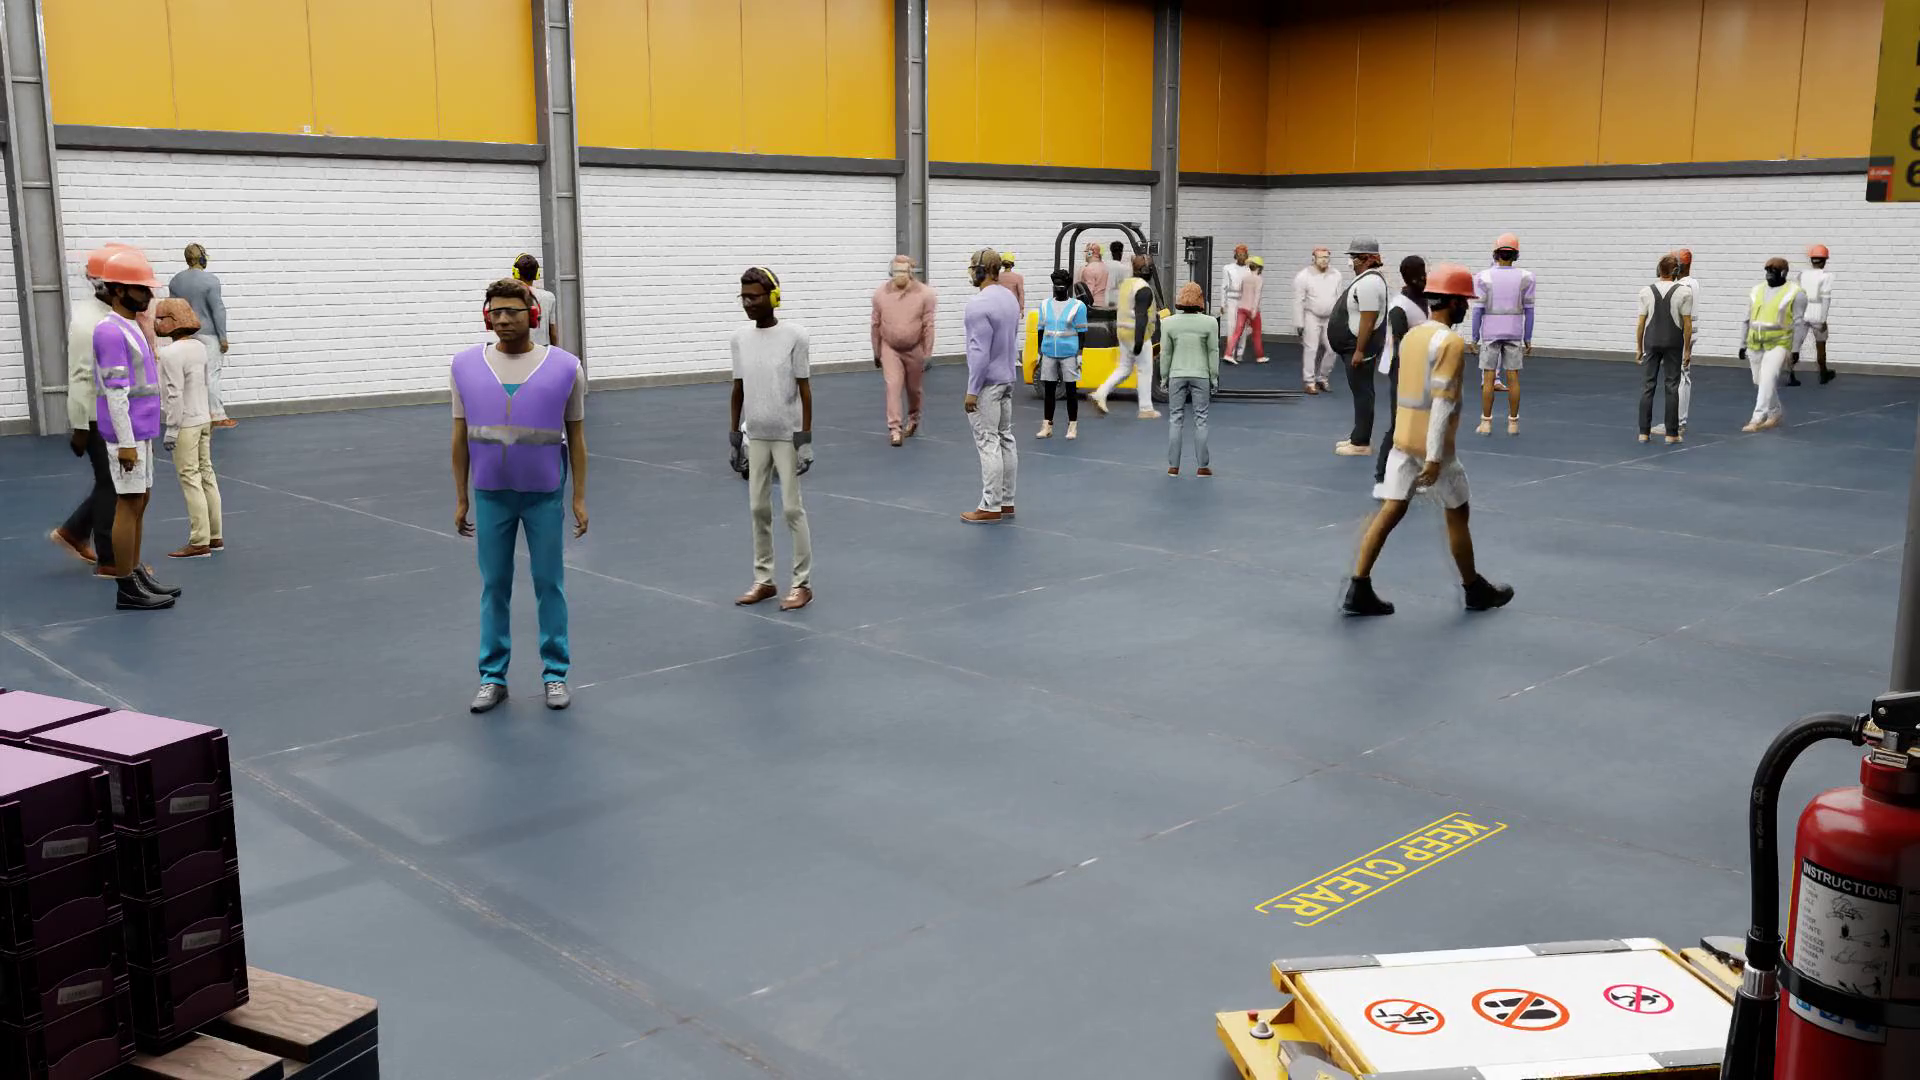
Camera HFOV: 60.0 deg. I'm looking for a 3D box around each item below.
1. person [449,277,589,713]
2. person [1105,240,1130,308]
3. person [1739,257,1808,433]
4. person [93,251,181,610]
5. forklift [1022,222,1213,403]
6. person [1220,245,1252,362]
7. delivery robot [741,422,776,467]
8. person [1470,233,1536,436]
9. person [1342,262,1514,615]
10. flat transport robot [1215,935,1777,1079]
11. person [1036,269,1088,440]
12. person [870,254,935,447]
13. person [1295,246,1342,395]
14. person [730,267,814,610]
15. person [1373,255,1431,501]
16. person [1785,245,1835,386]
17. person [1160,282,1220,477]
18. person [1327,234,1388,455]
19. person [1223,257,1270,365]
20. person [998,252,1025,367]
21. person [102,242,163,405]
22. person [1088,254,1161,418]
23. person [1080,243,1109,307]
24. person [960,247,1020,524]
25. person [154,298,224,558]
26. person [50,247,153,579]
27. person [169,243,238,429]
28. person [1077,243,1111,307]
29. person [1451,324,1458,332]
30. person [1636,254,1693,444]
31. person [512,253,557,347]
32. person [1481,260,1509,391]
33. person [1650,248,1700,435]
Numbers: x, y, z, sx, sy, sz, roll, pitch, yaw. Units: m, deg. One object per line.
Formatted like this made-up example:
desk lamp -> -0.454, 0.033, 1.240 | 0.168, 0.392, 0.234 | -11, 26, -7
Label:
person -> -1.872, -0.190, 7.111 | 0.564, 1.847, 0.396 | -1, 10, -5
person -> 2.503, -3.921, 27.193 | 0.859, 1.941, 0.606 | -8, 13, -38
person -> 8.446, -2.038, 17.303 | 0.898, 1.810, 0.640 | -6, 12, -30
person -> -4.477, -0.591, 9.058 | 0.377, 1.932, 0.552 | -3, 11, -16
forklift -> 1.935, -2.847, 20.651 | 2.313, 2.155, 1.214 | 2, 11, 13
person -> 4.430, -3.721, 26.349 | 0.604, 1.848, 0.909 | 2, 11, 10
delivery robot -> -1.647, -0.874, 14.109 | 0.477, 0.478, 0.707 | -3, 11, -15
person -> 5.476, -2.069, 16.832 | 0.610, 2.038, 0.396 | 2, 11, 10
person -> 2.486, -0.519, 8.842 | 1.005, 1.881, 0.544 | -3, 11, -18
flat transport robot -> 1.388, 1.184, 3.919 | 1.431, 0.197, 0.652 | -1, 10, -8
person -> 0.998, -1.837, 16.510 | 0.532, 1.694, 0.319 | 4, 11, 23
person -> -0.555, -1.874, 16.316 | 0.648, 1.853, 0.950 | 1, 10, 3
person -> 4.573, -2.784, 21.142 | 0.668, 1.887, 0.446 | -3, 11, -14
person -> -1.023, -0.541, 9.024 | 0.518, 1.854, 0.339 | 5, 12, 25
person -> 3.425, -1.248, 12.829 | 0.373, 1.876, 0.688 | 6, 12, 30
person -> 11.499, -3.019, 22.429 | 1.045, 1.877, 0.560 | -7, 12, -33
person -> 1.923, -1.340, 13.959 | 0.499, 1.634, 0.279 | 3, 11, 14
person -> 3.667, -1.807, 15.397 | 0.537, 2.000, 0.679 | 3, 11, 14
person -> 4.514, -3.601, 26.145 | 0.978, 1.686, 0.527 | -8, 13, -37
person -> 0.744, -3.546, 25.624 | 0.529, 1.772, 0.304 | 3, 11, 16
person -> -7.958, -1.912, 16.185 | 0.655, 1.963, 0.726 | 8, 13, 38
person -> 1.855, -2.237, 18.368 | 0.737, 1.822, 0.636 | -4, 11, -20
person -> 1.975, -3.496, 24.975 | 0.409, 1.908, 0.639 | 5, 12, 26
person -> 0.211, -1.079, 11.709 | 0.352, 1.937, 0.635 | 5, 12, 25
person -> -4.878, -0.703, 10.489 | 0.265, 1.632, 0.508 | 0, 10, -1
person -> -5.041, -0.727, 9.742 | 0.679, 1.960, 0.641 | -1, 10, -5
person -> -7.923, -2.122, 17.392 | 0.627, 1.940, 0.372 | 3, 11, 17
person -> 2.099, -3.755, 26.424 | 0.604, 1.897, 0.823 | 5, 11, 23
person -> 6.908, -3.089, 23.492 | 0.308, 1.638, 0.511 | 5, 12, 27
person -> 6.837, -1.847, 16.168 | 0.507, 1.839, 0.344 | 7, 13, 34
person -> -3.669, -1.498, 14.182 | 0.326, 1.872, 0.518 | 10, 14, 43
person -> 7.052, -2.900, 21.723 | 0.408, 1.906, 0.653 | 1, 10, 4
person -> 7.319, -2.017, 16.961 | 0.356, 1.887, 0.573 | 8, 13, 36
